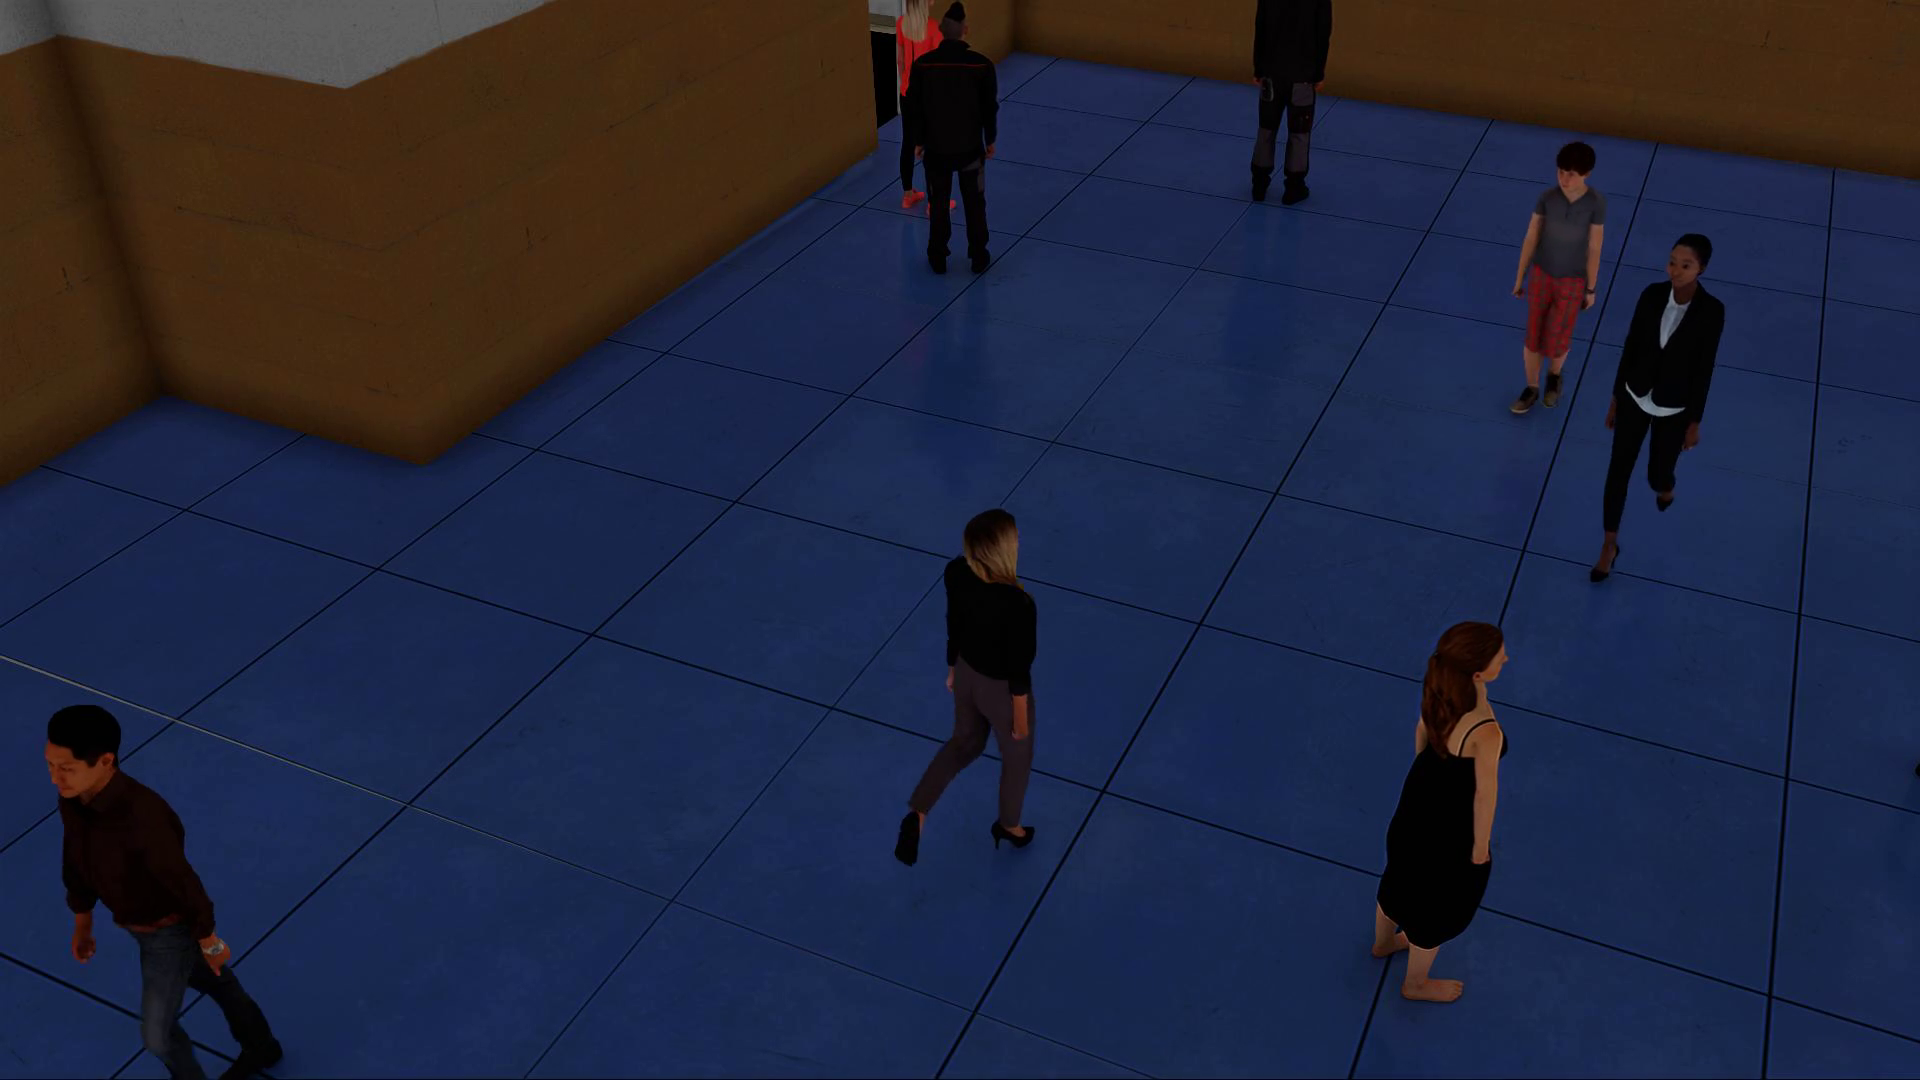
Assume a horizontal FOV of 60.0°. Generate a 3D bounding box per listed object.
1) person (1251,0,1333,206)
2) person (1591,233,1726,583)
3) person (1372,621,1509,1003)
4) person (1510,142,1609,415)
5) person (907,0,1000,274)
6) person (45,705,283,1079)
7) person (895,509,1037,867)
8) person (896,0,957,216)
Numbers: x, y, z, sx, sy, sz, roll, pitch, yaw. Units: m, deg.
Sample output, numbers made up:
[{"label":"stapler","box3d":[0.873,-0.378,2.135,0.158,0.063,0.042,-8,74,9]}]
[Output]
[{"label":"person","box3d":[2.414,-3.437,12.205,0.519,1.946,0.757,13,36,19]},{"label":"person","box3d":[3.426,-0.631,8.106,0.955,1.814,0.852,27,42,35]},{"label":"person","box3d":[1.704,0.953,5.895,0.735,1.624,0.681,-9,35,-14]},{"label":"person","box3d":[3.470,-1.507,9.573,0.667,1.634,0.734,22,40,30]},{"label":"person","box3d":[-0.032,-2.687,11.133,0.697,1.859,0.898,3,34,4]},{"label":"person","box3d":[-2.516,1.182,5.428,0.809,1.759,0.804,24,41,32]},{"label":"person","box3d":[0.046,0.632,6.351,0.877,1.655,0.938,-25,41,-33]},{"label":"person","box3d":[-0.274,-3.226,12.114,0.541,1.693,0.704,24,40,31]}]
